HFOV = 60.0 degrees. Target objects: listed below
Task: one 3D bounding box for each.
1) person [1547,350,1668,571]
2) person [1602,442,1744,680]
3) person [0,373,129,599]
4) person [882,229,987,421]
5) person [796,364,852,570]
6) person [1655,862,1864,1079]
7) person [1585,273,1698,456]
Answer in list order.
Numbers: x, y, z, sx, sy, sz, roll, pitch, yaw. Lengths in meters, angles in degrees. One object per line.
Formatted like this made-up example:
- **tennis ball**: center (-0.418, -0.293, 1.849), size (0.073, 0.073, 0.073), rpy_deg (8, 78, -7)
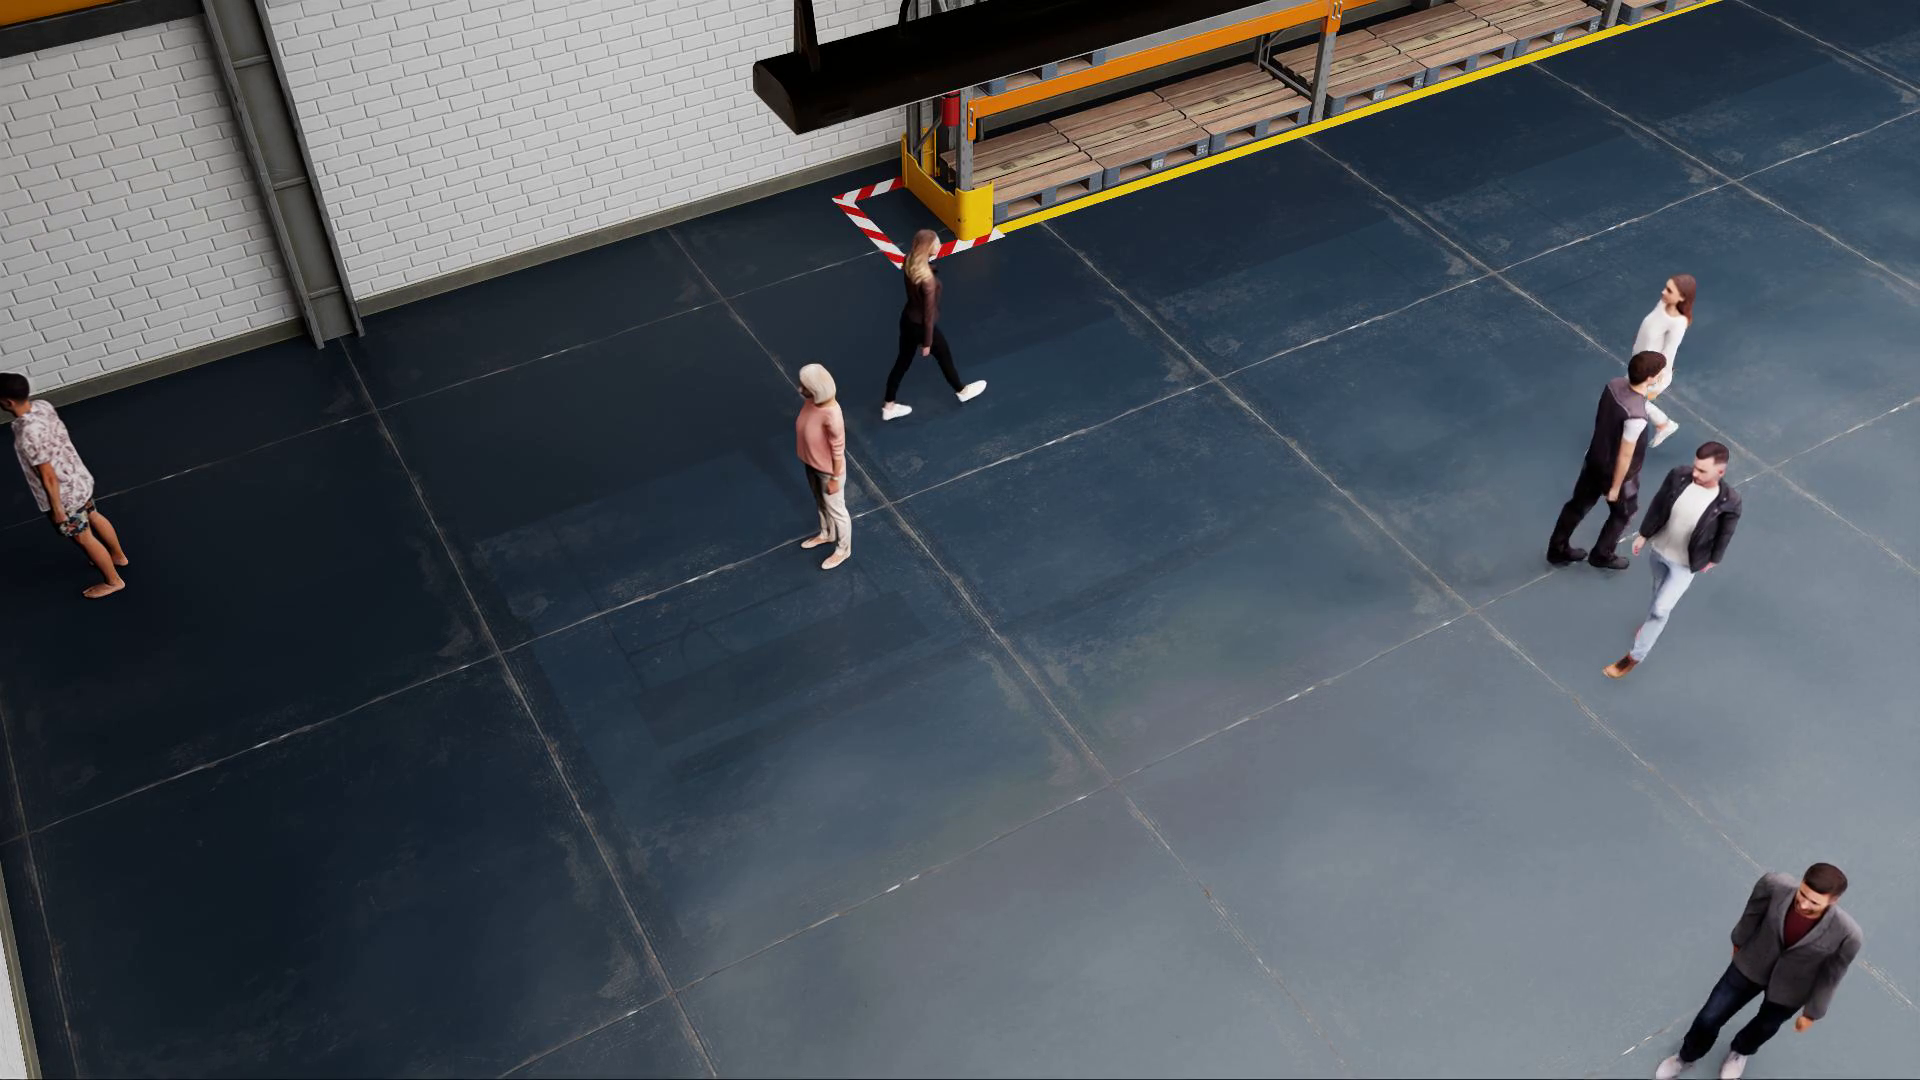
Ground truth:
- **person**: center (4.315, -0.502, 11.272), size (0.931, 1.834, 0.865), rpy_deg (-4, 44, -4)
- **person**: center (4.673, 0.036, 10.737), size (1.121, 1.793, 0.745), rpy_deg (-29, 51, -27)
- **person**: center (-6.021, -0.381, 11.159), size (0.673, 1.814, 0.733), rpy_deg (-8, 44, -8)
- **person**: center (-0.374, -1.574, 12.529), size (1.070, 1.652, 0.606), rpy_deg (-21, 47, -21)
- **person**: center (-0.925, -0.533, 11.385), size (0.531, 1.723, 0.611), rpy_deg (-25, 49, -24)
- **person**: center (4.180, 2.164, 8.461), size (0.829, 1.851, 0.890), rpy_deg (32, 52, 29)
- **person**: center (5.104, -1.232, 12.154), size (0.993, 1.675, 0.864), rpy_deg (0, 44, 0)
